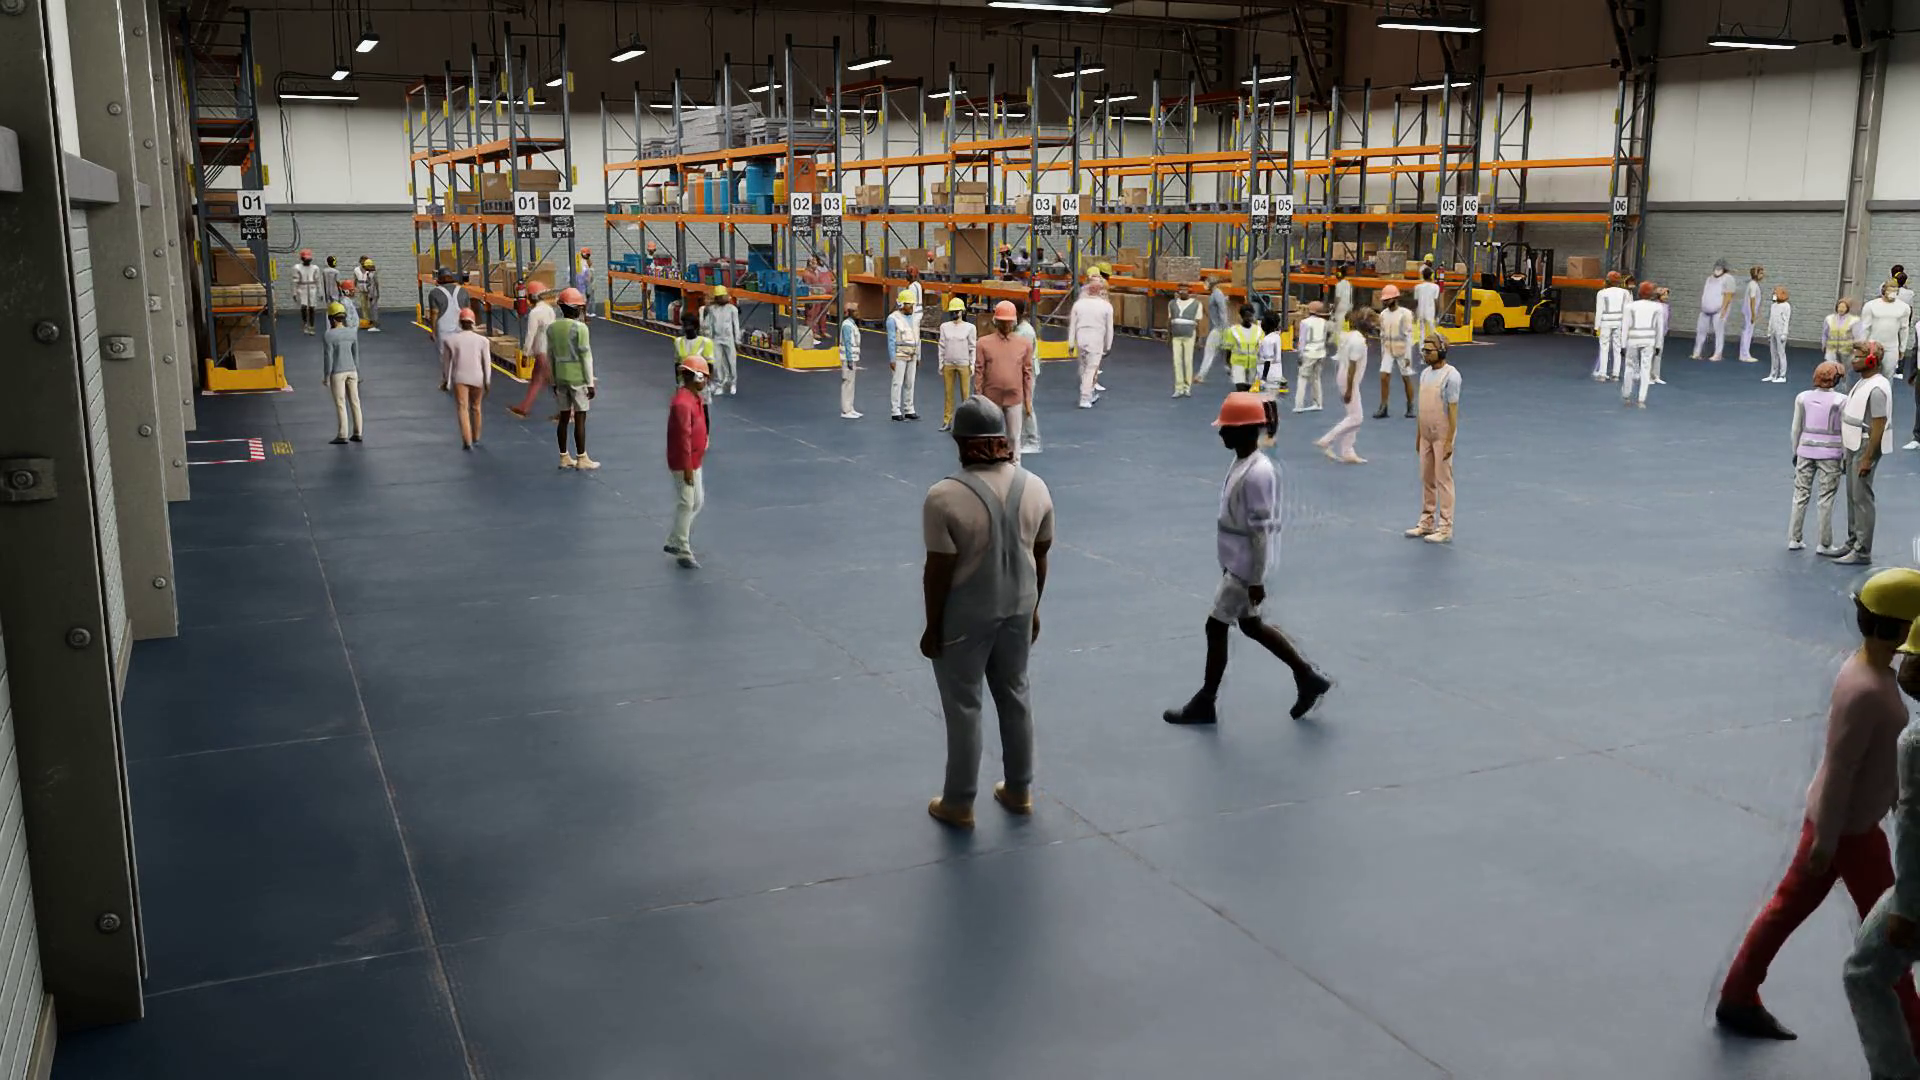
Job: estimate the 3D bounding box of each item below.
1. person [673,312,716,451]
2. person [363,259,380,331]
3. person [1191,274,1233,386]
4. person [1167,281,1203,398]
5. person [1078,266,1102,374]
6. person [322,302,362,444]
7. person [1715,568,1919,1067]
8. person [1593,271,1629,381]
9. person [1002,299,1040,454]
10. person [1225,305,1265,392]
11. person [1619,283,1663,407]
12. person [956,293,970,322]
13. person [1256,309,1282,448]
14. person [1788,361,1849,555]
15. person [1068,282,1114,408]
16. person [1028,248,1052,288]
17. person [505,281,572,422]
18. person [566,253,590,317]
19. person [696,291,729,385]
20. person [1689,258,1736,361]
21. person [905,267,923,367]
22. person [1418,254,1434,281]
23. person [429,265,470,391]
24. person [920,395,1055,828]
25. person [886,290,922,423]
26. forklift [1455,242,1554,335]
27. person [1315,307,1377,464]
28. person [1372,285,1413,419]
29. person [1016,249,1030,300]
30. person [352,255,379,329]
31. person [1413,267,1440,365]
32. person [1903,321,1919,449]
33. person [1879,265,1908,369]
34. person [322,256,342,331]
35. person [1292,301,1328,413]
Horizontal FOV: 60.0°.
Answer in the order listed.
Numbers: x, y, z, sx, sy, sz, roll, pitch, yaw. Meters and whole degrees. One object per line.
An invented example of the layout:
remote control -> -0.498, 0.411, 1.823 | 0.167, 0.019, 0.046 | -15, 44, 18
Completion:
person -> -3.212, -1.895, 20.061 | 0.572, 1.692, 0.423 | 3, 11, 13
person -> -14.396, -5.976, 40.662 | 0.295, 1.744, 0.489 | -4, 12, -18
person -> 4.353, -3.478, 27.656 | 1.074, 1.880, 0.653 | 1, 11, 3
person -> 3.498, -3.128, 25.972 | 0.593, 1.831, 0.488 | 6, 13, 28
person -> 2.367, -3.953, 29.943 | 0.398, 1.919, 0.587 | -7, 13, -33
person -> -7.747, -2.083, 20.818 | 0.313, 1.769, 0.523 | 6, 13, 28
person -> 3.051, 0.937, 5.585 | 0.886, 1.717, 0.539 | 6, 13, 29
person -> 11.167, -3.662, 28.546 | 0.577, 1.881, 0.339 | -1, 11, -5
person -> 0.695, -1.925, 19.736 | 0.710, 1.869, 0.621 | -7, 13, -33
person -> 3.865, -2.339, 22.384 | 0.550, 1.635, 0.873 | -2, 11, -10
person -> 10.221, -2.936, 24.981 | 0.599, 1.828, 0.968 | 3, 11, 13
person -> 0.045, -6.276, 41.902 | 0.494, 1.860, 0.329 | 8, 14, 35
person -> 3.803, -1.988, 20.506 | 0.318, 1.699, 0.536 | 4, 12, 21
person -> 7.287, -0.695, 14.085 | 0.306, 1.640, 0.522 | -8, 13, -34
person -> 1.981, -2.909, 24.808 | 0.644, 1.844, 0.951 | 6, 13, 28
person -> 2.297, -7.373, 47.373 | 0.607, 1.888, 0.761 | -6, 13, -28
person -> -5.850, -2.588, 22.929 | 1.028, 1.935, 0.652 | 2, 11, 8
person -> -9.497, -6.185, 41.368 | 0.563, 1.887, 1.011 | -2, 11, -10
person -> -4.095, -3.328, 27.598 | 0.510, 1.603, 0.804 | 10, 15, 41
person -> 14.686, -4.500, 32.399 | 0.657, 2.000, 0.703 | -5, 12, -25
person -> -0.878, -4.129, 30.918 | 0.356, 1.883, 0.574 | 2, 11, 8
person -> 12.097, -6.506, 43.145 | 0.404, 1.827, 0.588 | 8, 14, 37
person -> -8.328, -3.450, 27.066 | 0.673, 2.000, 0.536 | -9, 14, -38
person -> 0.075, 0.324, 7.884 | 0.688, 2.000, 0.536 | -7, 13, -32
person -> -0.760, -2.538, 22.983 | 0.403, 1.825, 0.594 | 9, 15, 40
forklift -> 13.047, -6.049, 39.881 | 2.313, 2.155, 1.214 | -5, 12, -23
person -> 4.454, -1.752, 19.027 | 0.541, 1.818, 0.514 | 2, 11, 12
person -> 6.154, -2.643, 23.387 | 0.730, 1.894, 0.551 | -10, 15, -41
person -> 1.958, -7.928, 50.485 | 0.635, 1.784, 0.979 | -4, 12, -21
person -> -14.773, -6.158, 41.362 | 0.629, 1.832, 0.406 | 1, 11, 4
person -> 8.870, -4.256, 31.612 | 0.544, 1.860, 0.412 | 9, 14, 38
person -> 11.792, -2.018, 20.128 | 0.397, 1.911, 0.588 | -5, 12, -24
person -> 17.306, -4.143, 30.901 | 0.391, 1.919, 0.590 | -4, 12, -17
person -> -14.966, -5.842, 39.693 | 0.508, 1.861, 0.327 | 4, 12, 19
person -> 5.091, -2.652, 24.072 | 0.546, 1.620, 0.358 | -7, 13, -31
